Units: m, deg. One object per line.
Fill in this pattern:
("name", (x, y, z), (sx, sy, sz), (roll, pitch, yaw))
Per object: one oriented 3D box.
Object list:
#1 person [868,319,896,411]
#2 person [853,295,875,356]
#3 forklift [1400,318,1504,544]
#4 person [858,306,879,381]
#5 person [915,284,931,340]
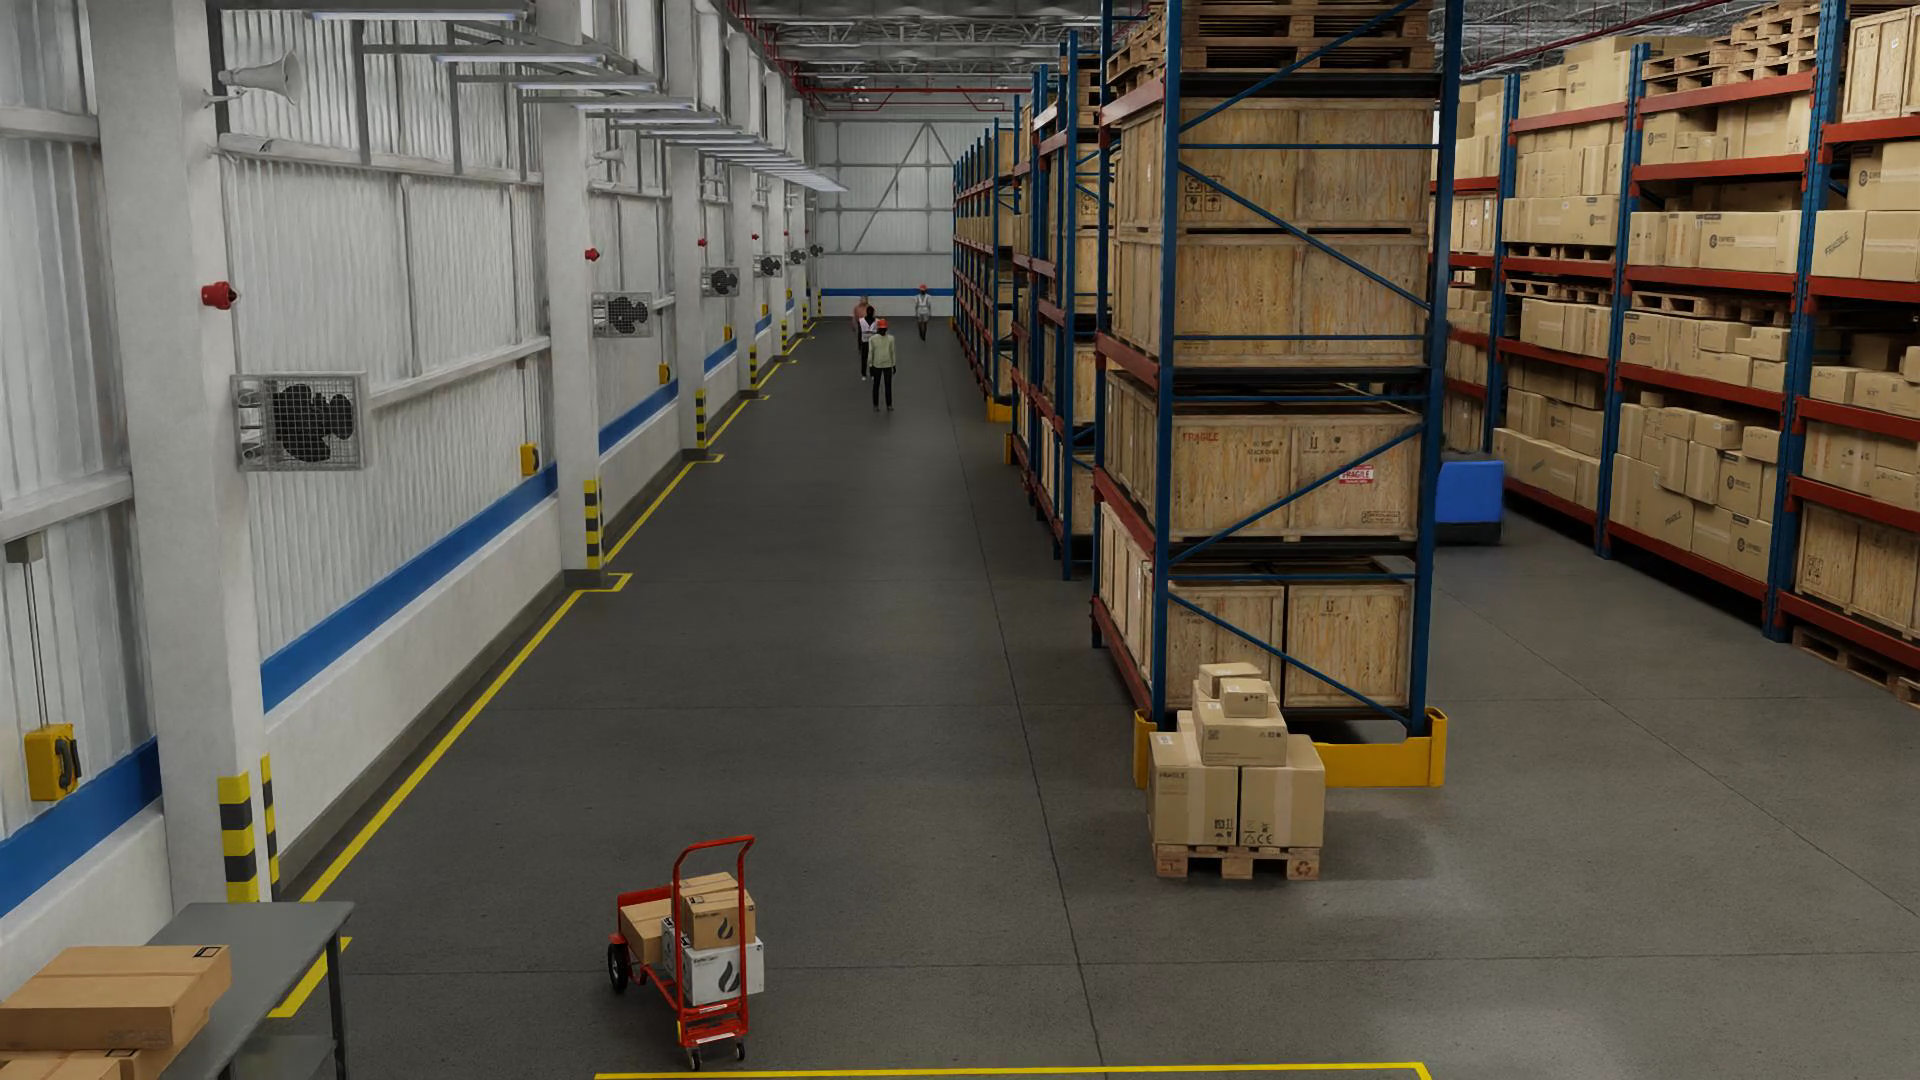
("person", (-1.667, -3.754, 35.726), (0.618, 1.986, 0.409), (-3, 11, -16))
("person", (-2.845, -6.337, 49.414), (0.667, 1.878, 0.474), (1, 11, 3))
("forklift", (5.872, -1.399, 21.125), (1.873, 2.768, 1.129), (0, 11, -2))
("person", (-2.320, -5.040, 42.618), (0.601, 1.906, 0.411), (-2, 11, -9))
("person", (-1.259, -7.766, 56.758), (0.547, 1.922, 0.397), (1, 11, 5))
